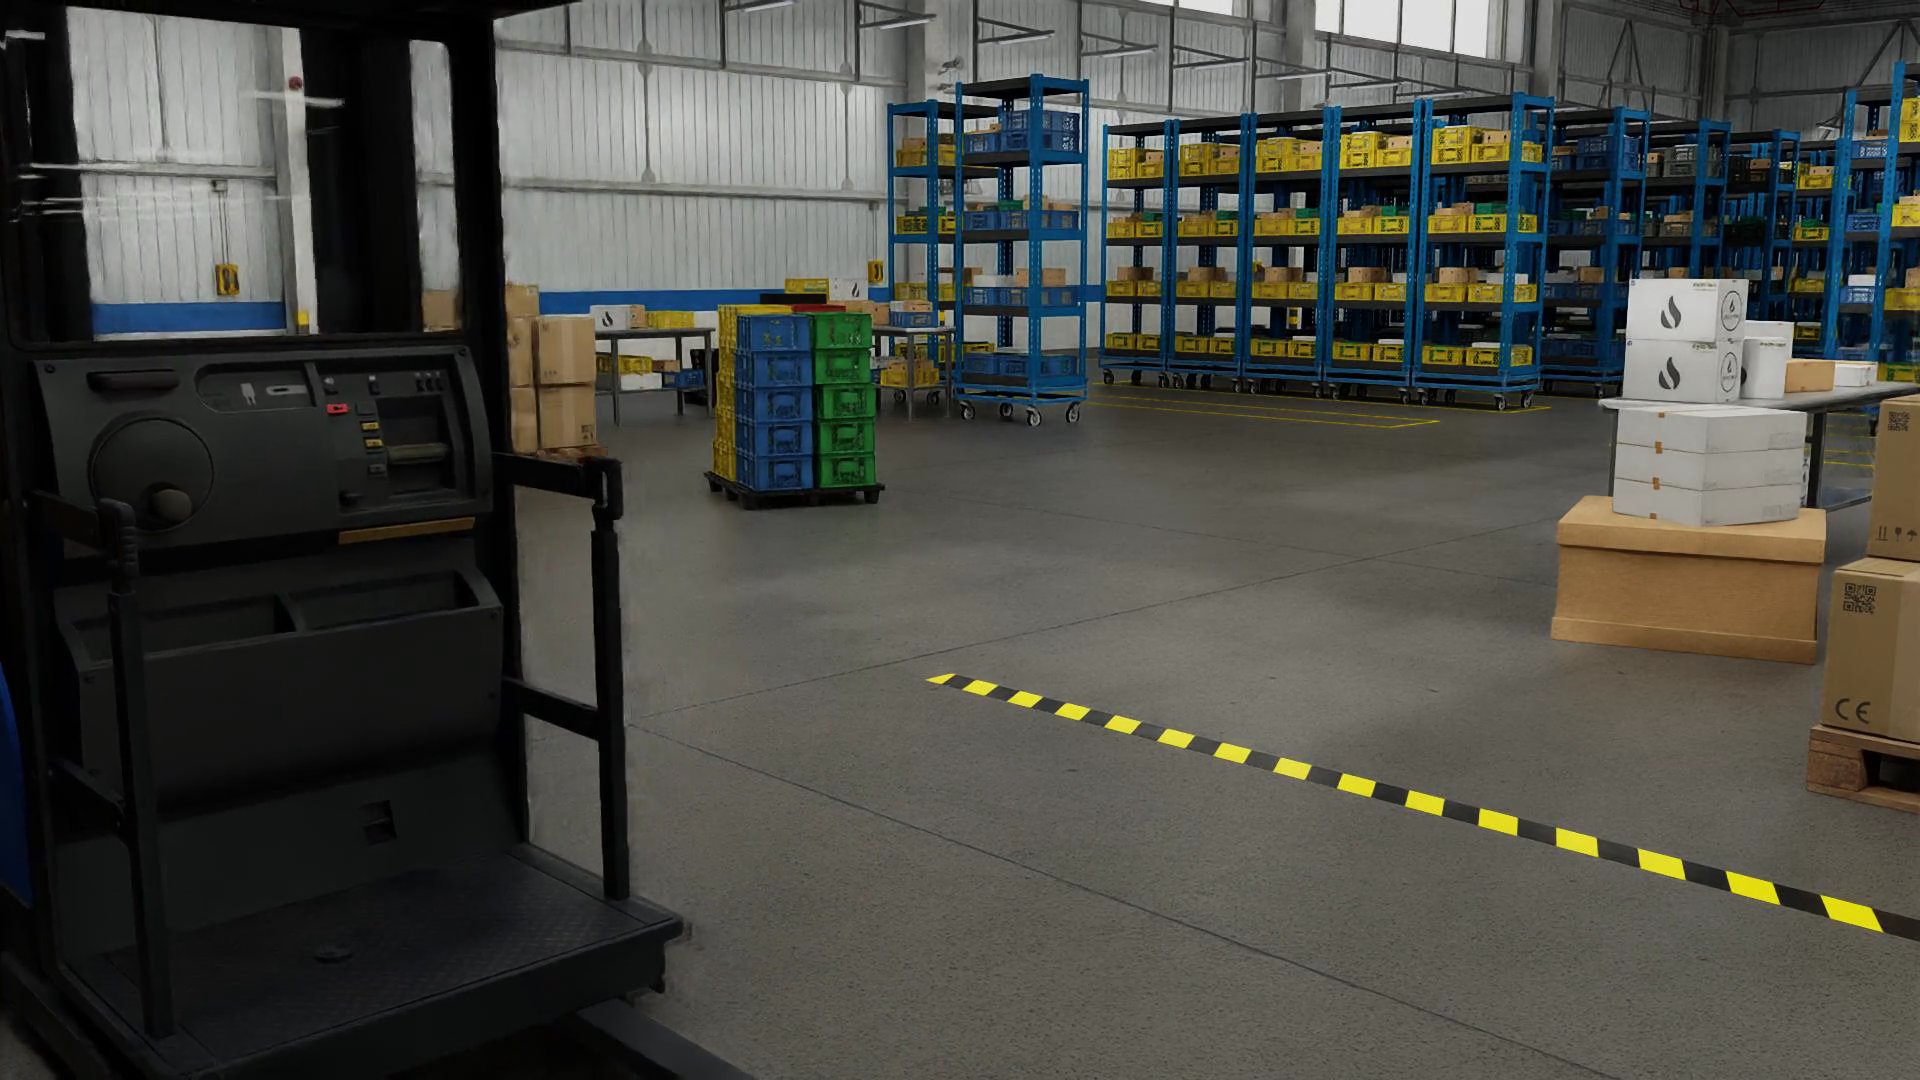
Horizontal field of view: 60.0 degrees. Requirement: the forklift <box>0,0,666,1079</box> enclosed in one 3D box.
[{"bbox_3d":[-1.720,-0.372,3.848,1.129,2.768,1.873,-9,13,-43],"label":"forklift"}]
